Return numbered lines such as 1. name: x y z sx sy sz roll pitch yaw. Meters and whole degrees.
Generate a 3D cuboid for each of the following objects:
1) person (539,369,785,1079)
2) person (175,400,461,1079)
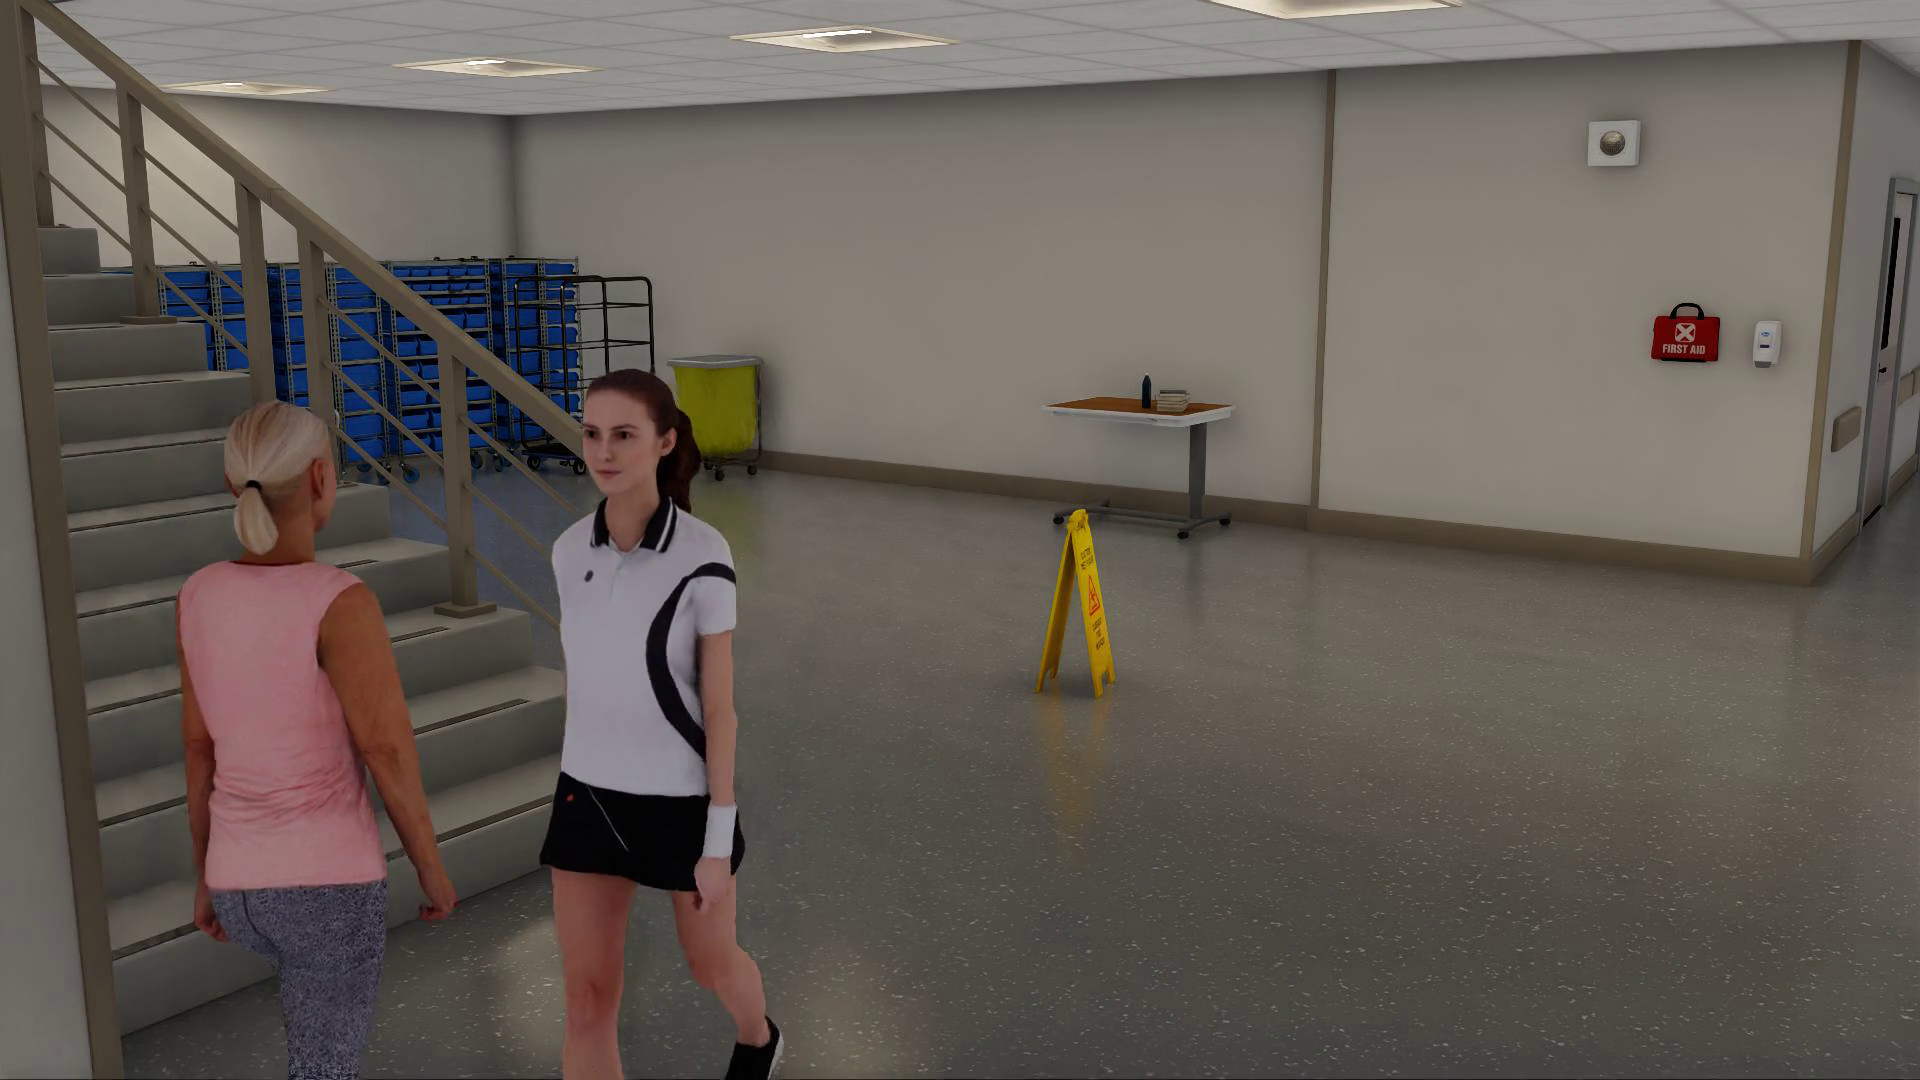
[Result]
1. person: -0.571 0.540 3.354 1.121 1.715 0.903 2 11 13
2. person: -1.198 0.639 2.863 0.718 1.703 0.701 5 12 25
